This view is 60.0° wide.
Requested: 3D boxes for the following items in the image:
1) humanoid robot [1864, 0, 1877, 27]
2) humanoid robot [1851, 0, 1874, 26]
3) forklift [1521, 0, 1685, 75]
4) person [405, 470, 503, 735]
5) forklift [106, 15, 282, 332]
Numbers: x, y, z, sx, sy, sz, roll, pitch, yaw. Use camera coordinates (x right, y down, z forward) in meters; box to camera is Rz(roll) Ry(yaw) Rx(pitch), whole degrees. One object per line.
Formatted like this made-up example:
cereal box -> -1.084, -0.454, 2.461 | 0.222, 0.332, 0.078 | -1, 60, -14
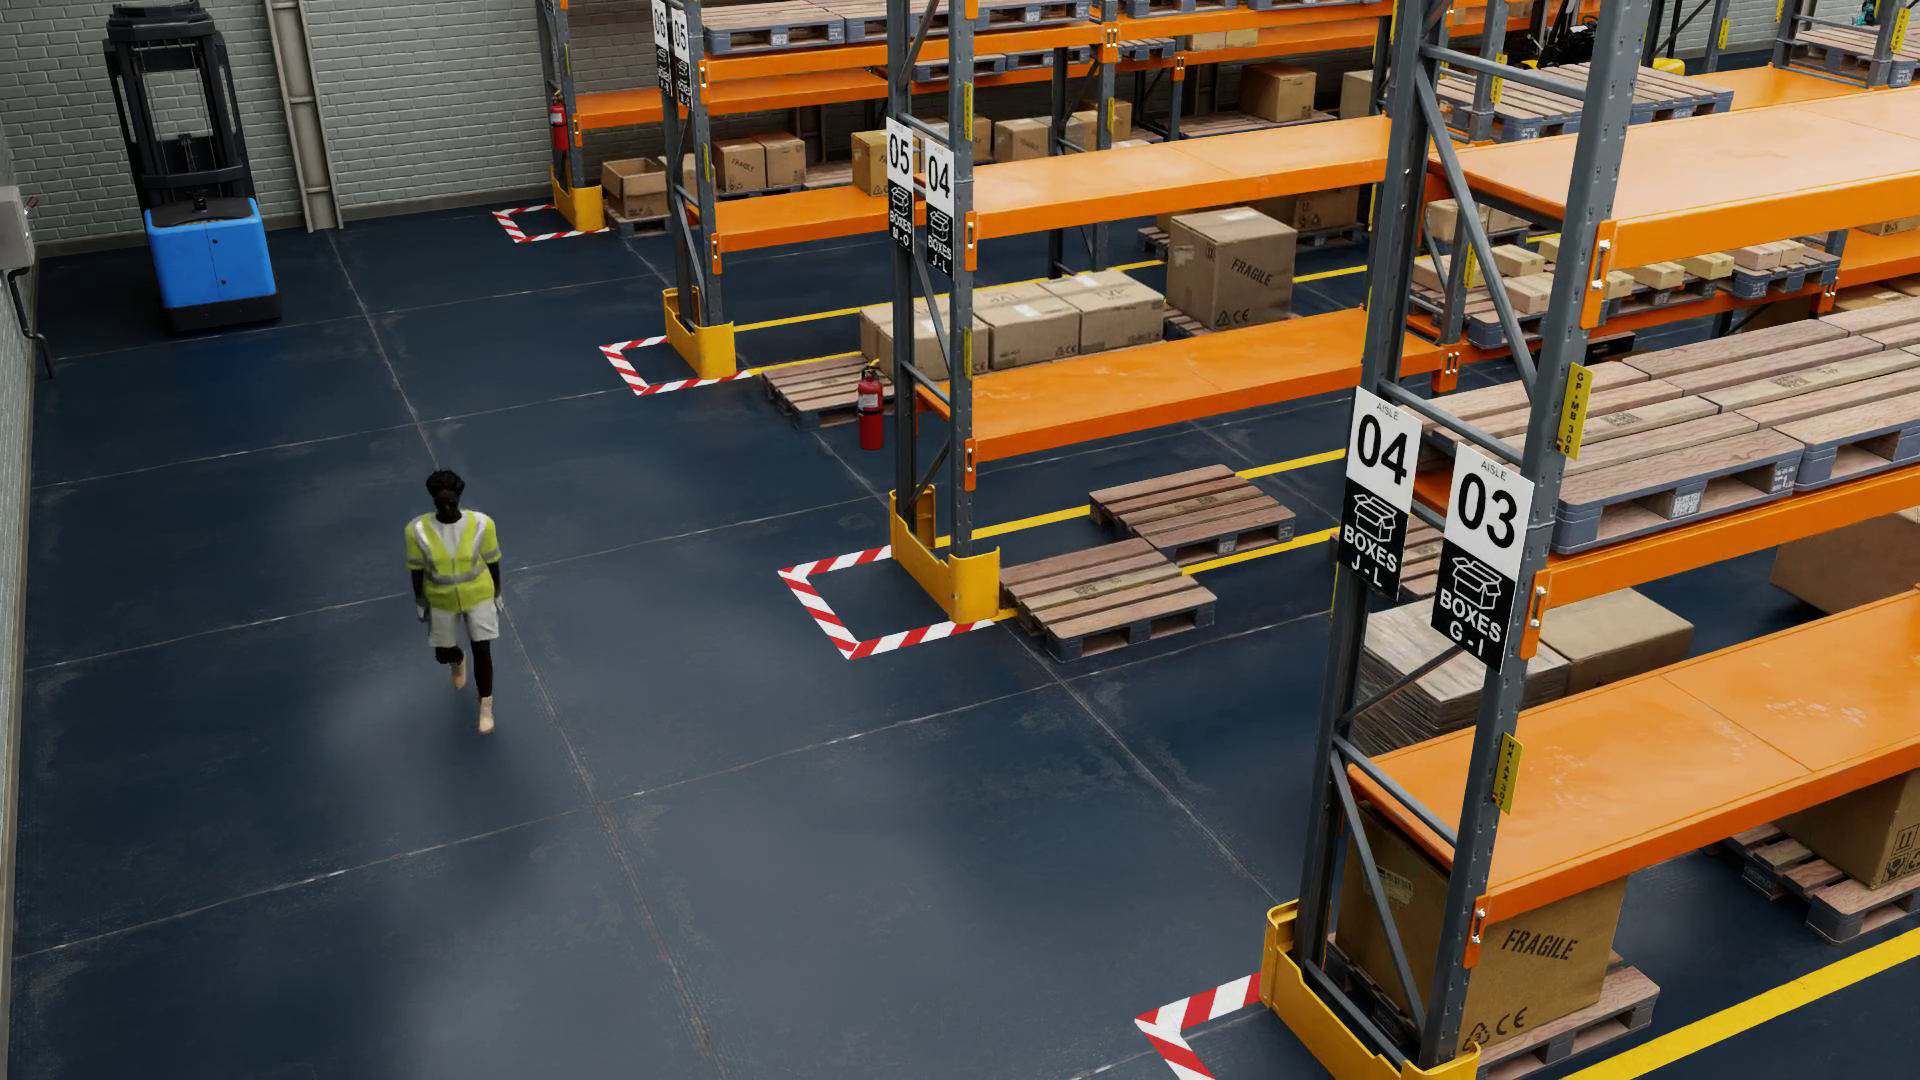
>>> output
humanoid robot -> 14.345, -8.175, 26.247 | 0.588, 1.641, 0.587 | 13, 30, 24
humanoid robot -> 14.727, -8.647, 26.923 | 0.735, 1.677, 0.533 | -12, 30, -22
forklift -> 8.950, -6.807, 23.056 | 1.214, 2.155, 2.313 | -12, 30, -22
person -> -2.983, 0.325, 9.931 | 0.544, 1.684, 0.534 | -7, 28, -12
forklift -> -7.548, -3.672, 16.323 | 1.129, 2.768, 1.873 | -12, 30, -22
